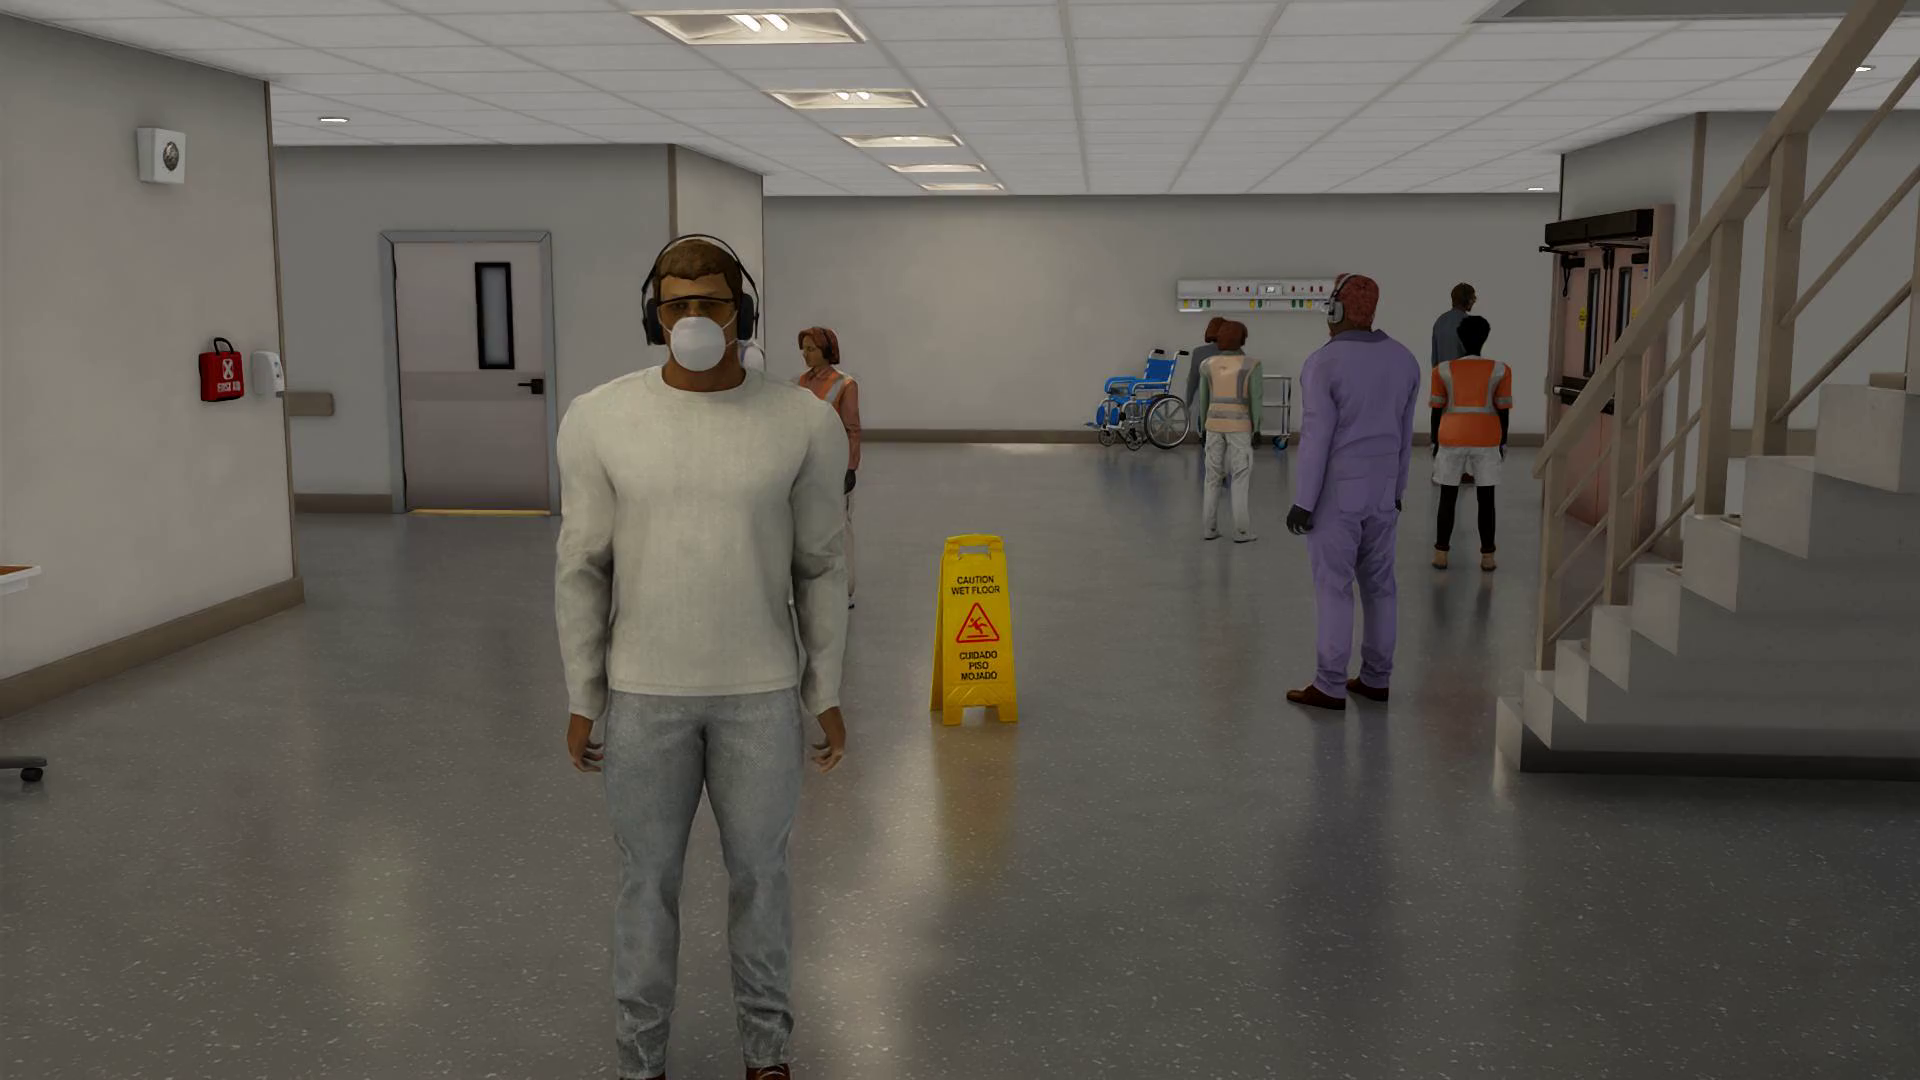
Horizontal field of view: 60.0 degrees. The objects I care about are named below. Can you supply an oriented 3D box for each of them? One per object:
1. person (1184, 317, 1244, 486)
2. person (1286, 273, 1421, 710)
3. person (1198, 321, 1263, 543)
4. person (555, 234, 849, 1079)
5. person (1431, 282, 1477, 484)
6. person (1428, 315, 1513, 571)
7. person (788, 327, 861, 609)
[{"bbox_3d":[2.362,-1.264,15.522,0.519,1.609,0.662,-2,9,-11],"label":"person"},{"bbox_3d":[1.702,-0.210,7.339,0.639,1.911,0.406,-5,10,-31],"label":"person"},{"bbox_3d":[1.985,-0.795,12.260,0.516,1.632,0.313,6,10,36],"label":"person"},{"bbox_3d":[-0.543,0.329,3.570,0.627,1.941,0.371,-1,8,-9],"label":"person"},{"bbox_3d":[4.800,-1.513,16.092,0.353,1.937,0.635,-3,9,-18],"label":"person"},{"bbox_3d":[3.360,-0.636,10.987,0.536,1.689,0.323,3,9,19],"label":"person"},{"bbox_3d":[-0.787,-0.402,9.556,0.522,1.638,0.311,6,10,37],"label":"person"}]
